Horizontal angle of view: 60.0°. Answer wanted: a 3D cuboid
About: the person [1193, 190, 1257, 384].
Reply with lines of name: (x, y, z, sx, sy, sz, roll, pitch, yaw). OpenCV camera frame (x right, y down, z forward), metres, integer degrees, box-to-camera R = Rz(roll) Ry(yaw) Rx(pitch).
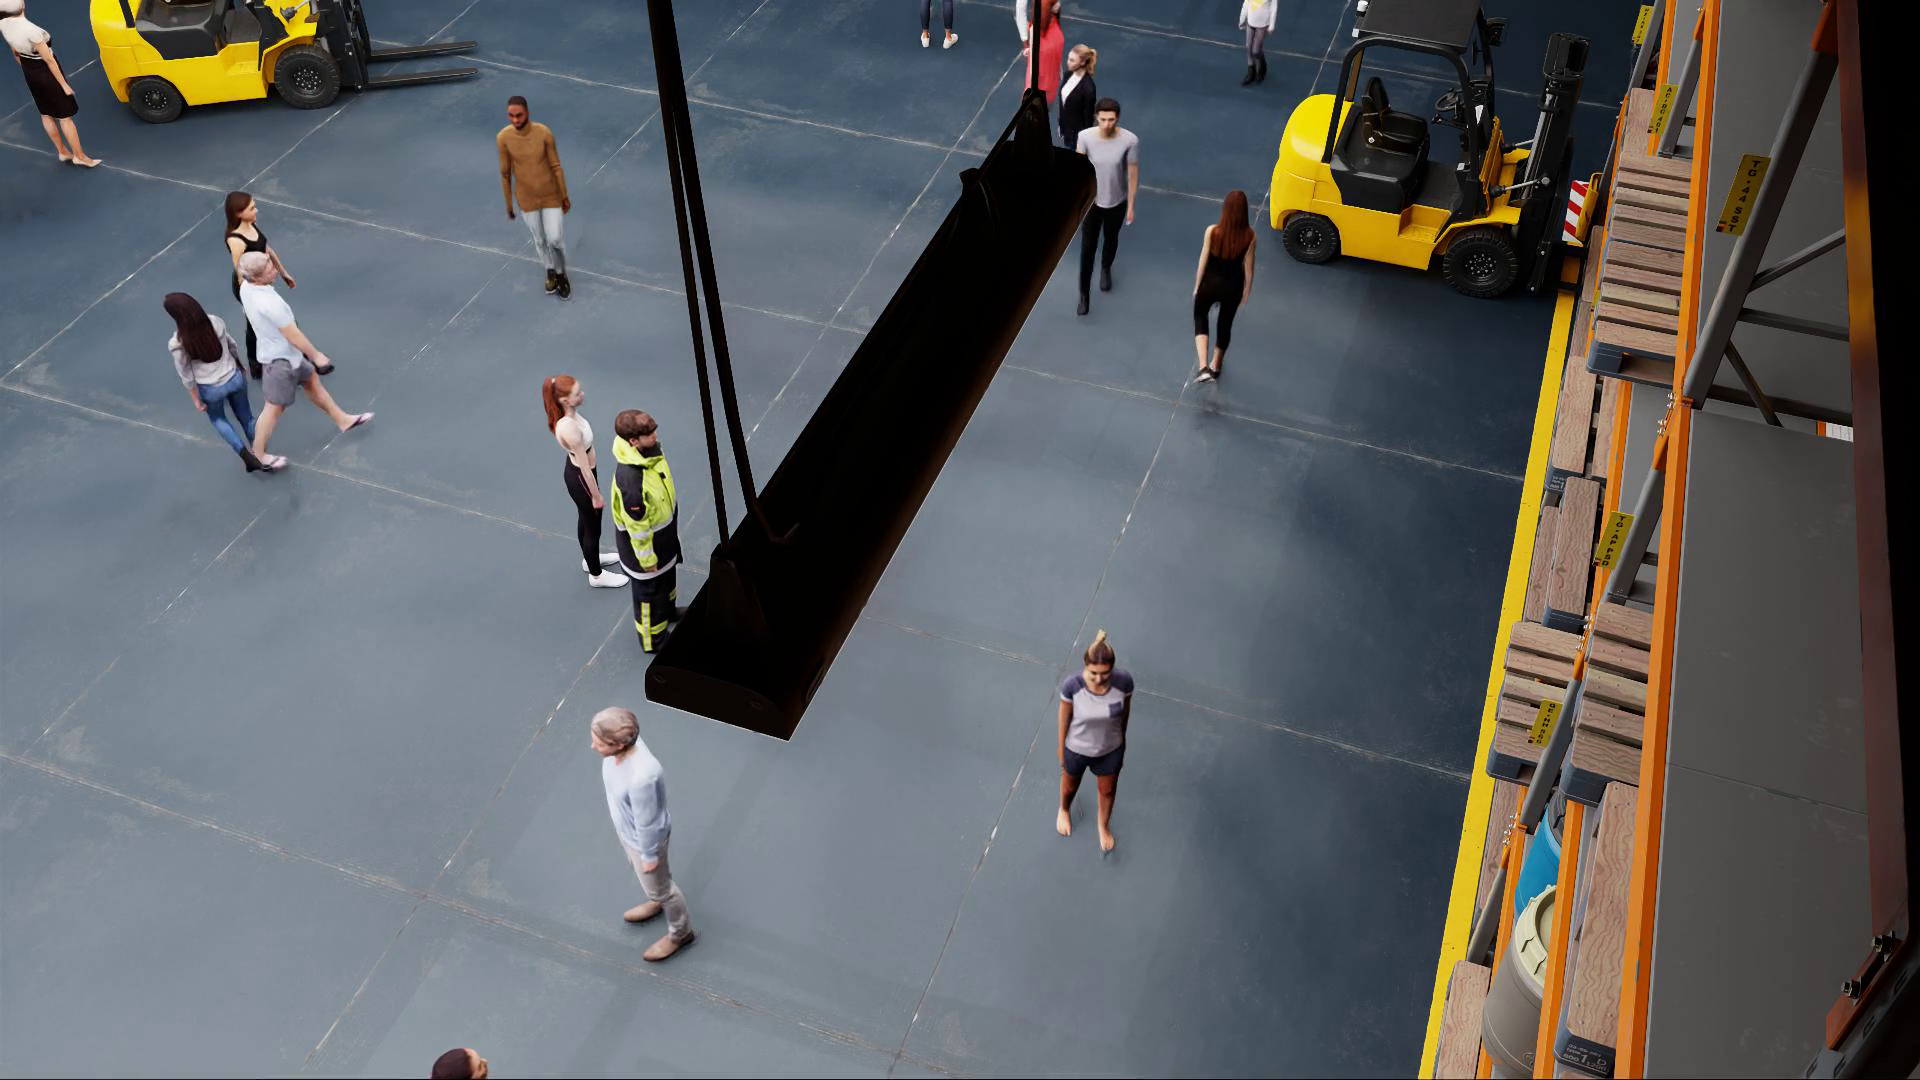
person: (1.985, -1.868, 12.706, 0.682, 1.714, 0.842, 6, 44, 6)

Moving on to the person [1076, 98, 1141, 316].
person: (1.198, -2.833, 13.630, 0.837, 1.838, 1.083, 3, 44, 3)

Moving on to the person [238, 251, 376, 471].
person: (-5.000, -1.254, 12.016, 1.277, 1.778, 1.122, -25, 49, -24)

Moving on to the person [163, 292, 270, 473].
person: (-5.268, -1.075, 11.948, 0.723, 1.613, 0.827, -34, 53, -31)

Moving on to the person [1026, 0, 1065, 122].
person: (0.732, -4.140, 15.011, 0.708, 1.825, 0.537, 26, 49, 24)

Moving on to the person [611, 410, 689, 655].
person: (-2.003, -0.071, 10.627, 0.910, 1.981, 0.734, -1, 44, -1)

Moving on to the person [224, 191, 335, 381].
person: (-5.500, -1.910, 12.790, 0.904, 1.660, 0.915, -7, 44, -8)

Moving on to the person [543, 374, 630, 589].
person: (-2.531, -0.394, 11.140, 0.732, 1.740, 0.655, -14, 45, -14)

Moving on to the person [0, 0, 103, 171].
person: (-8.316, -4.172, 15.095, 0.652, 1.756, 0.547, 18, 46, 18)

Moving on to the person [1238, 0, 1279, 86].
person: (2.985, -5.136, 16.459, 0.579, 1.270, 0.624, 34, 53, 30)

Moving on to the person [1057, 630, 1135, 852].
person: (0.760, 1.148, 9.604, 0.679, 1.626, 0.716, -4, 44, -4)

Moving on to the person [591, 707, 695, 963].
person: (-1.706, 1.550, 8.994, 0.785, 1.887, 0.747, -23, 48, -22)

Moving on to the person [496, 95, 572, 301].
person: (-3.466, -2.870, 13.693, 0.776, 1.804, 0.800, -4, 44, -4)

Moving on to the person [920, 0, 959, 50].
person: (-0.243, -5.860, 16.828, 0.634, 1.809, 0.556, 7, 44, 7)

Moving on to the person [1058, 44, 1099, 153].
person: (1.078, -3.519, 14.463, 1.103, 1.682, 1.039, -18, 47, -18)
